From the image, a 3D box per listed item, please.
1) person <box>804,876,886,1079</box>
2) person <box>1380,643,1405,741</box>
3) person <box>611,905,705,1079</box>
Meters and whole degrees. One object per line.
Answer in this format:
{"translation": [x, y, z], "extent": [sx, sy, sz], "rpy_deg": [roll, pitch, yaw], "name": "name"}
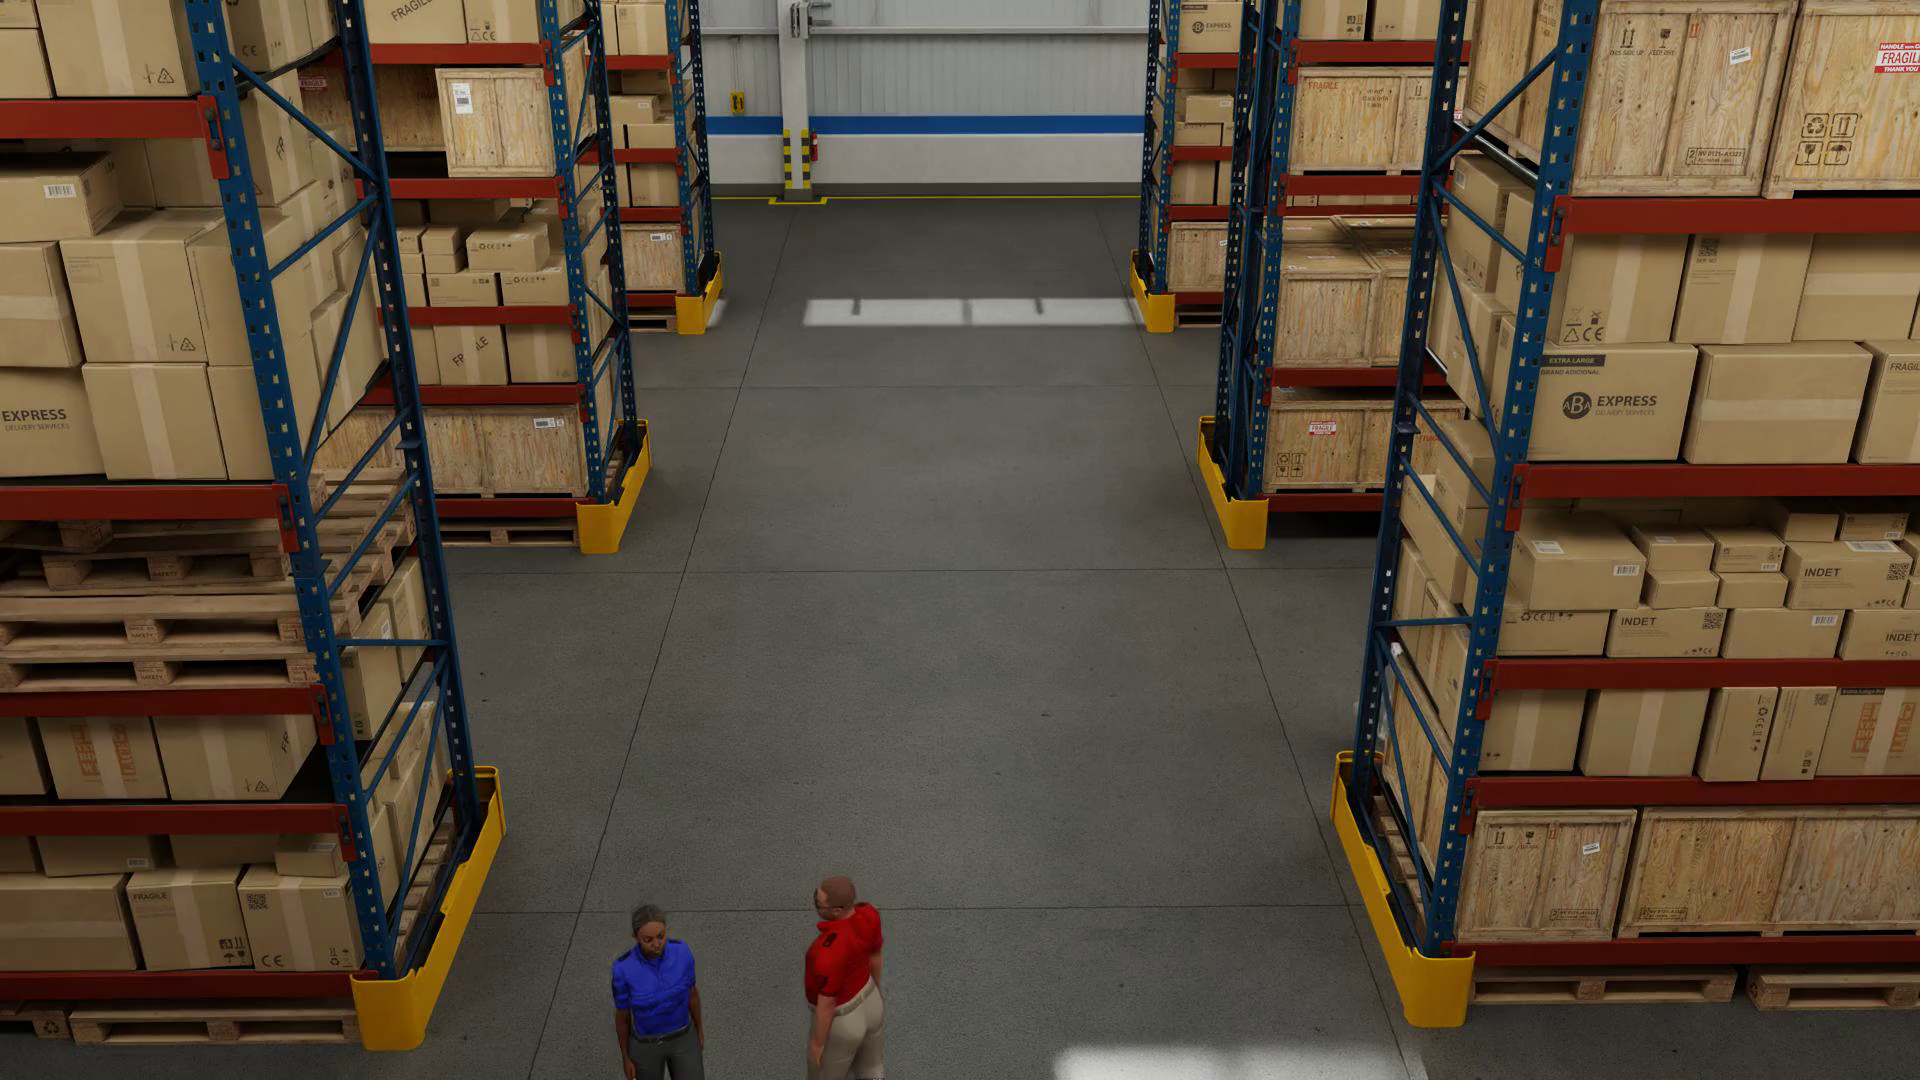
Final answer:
{"translation": [-0.602, 2.462, 8.617], "extent": [0.407, 1.731, 0.583], "rpy_deg": [14, 29, 28], "name": "person"}
{"translation": [3.391, 0.744, 12.264], "extent": [0.439, 1.786, 0.609], "rpy_deg": [7, 26, 14], "name": "person"}
{"translation": [-1.470, 2.624, 8.381], "extent": [0.446, 1.652, 0.690], "rpy_deg": [-10, 27, -20], "name": "person"}
